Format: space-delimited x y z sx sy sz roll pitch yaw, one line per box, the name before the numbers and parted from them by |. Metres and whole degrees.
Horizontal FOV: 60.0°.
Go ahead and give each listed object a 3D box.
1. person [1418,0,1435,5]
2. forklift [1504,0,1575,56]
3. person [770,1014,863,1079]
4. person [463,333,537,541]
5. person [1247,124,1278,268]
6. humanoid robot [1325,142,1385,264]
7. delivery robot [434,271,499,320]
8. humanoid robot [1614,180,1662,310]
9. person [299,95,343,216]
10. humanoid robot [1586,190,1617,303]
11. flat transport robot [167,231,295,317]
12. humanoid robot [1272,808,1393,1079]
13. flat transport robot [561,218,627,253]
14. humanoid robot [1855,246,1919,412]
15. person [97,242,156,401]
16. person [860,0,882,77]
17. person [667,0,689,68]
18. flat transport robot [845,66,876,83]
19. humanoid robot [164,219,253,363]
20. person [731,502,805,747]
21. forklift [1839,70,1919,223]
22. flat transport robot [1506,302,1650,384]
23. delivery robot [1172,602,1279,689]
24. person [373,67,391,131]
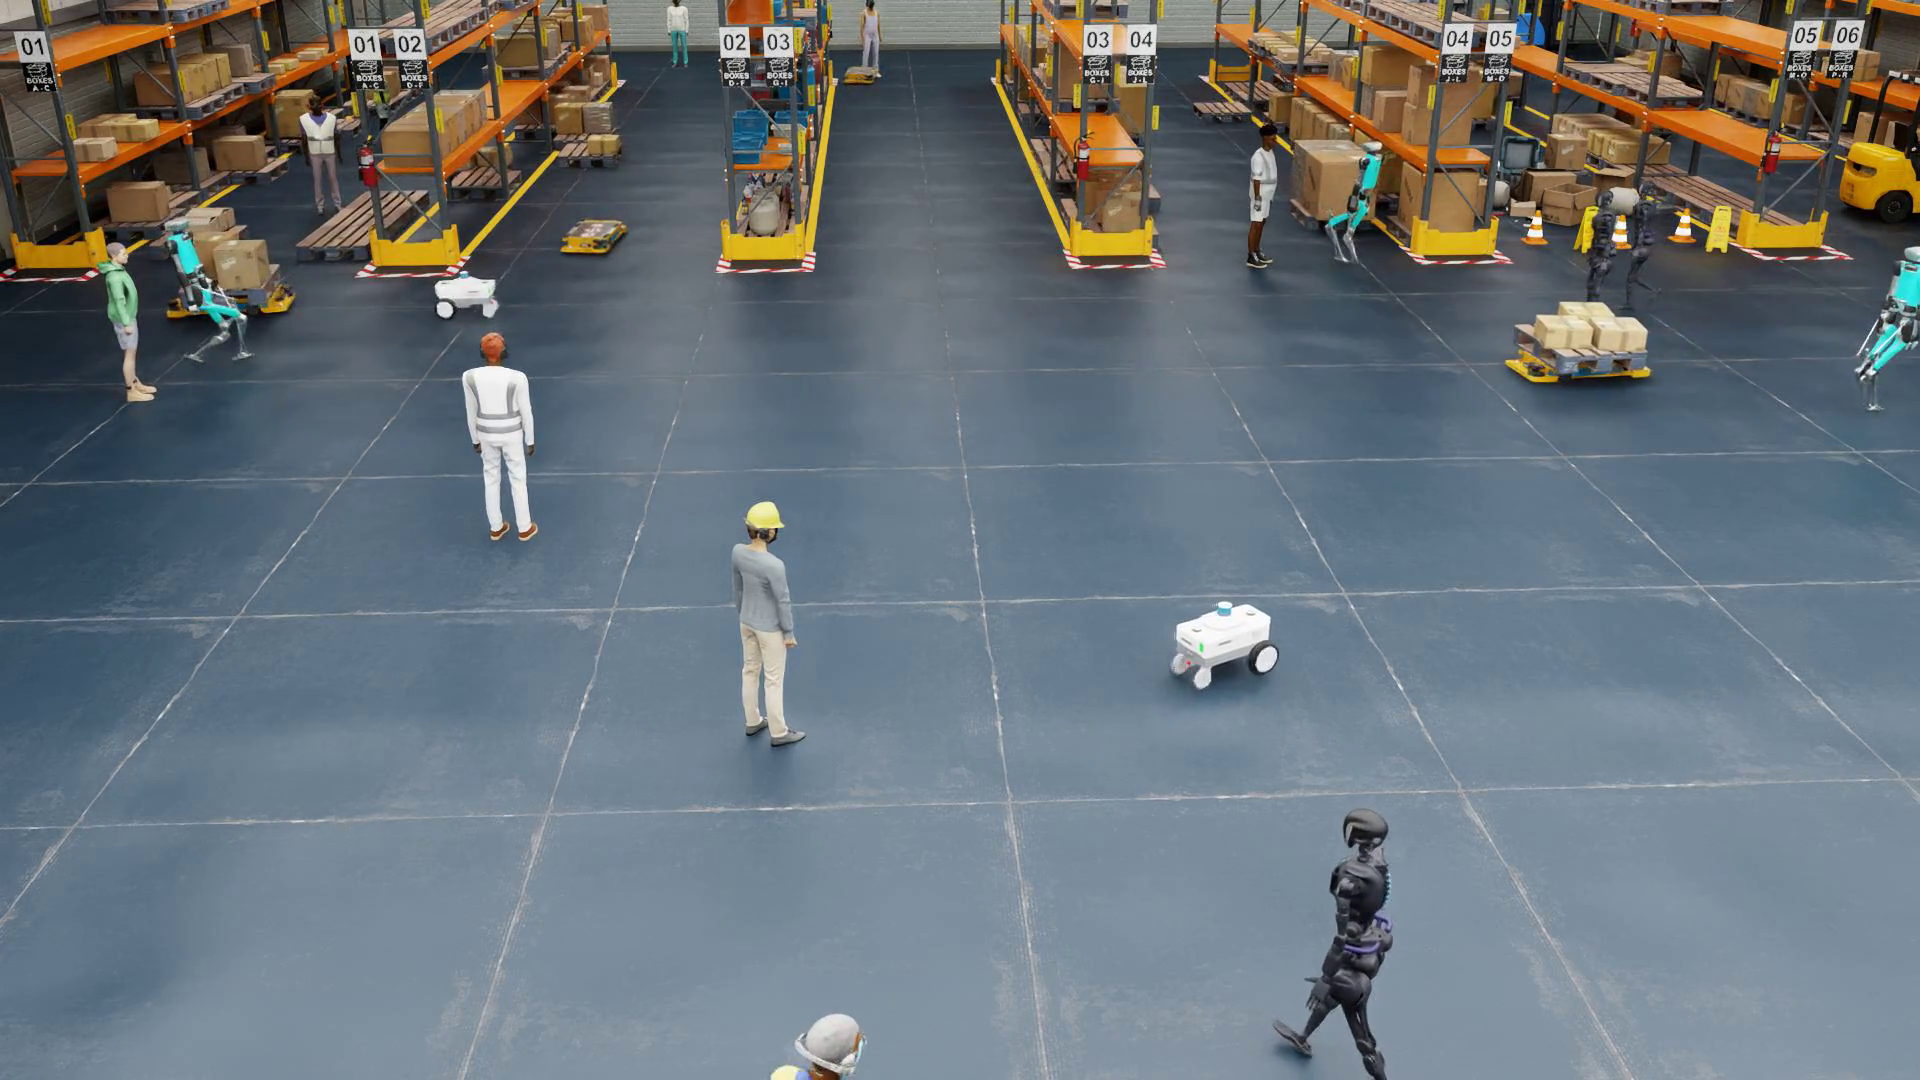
person | 11.734 -13.062 41.942 0.377 1.797 0.603 -14 28 -28
forklift | 14.700 -13.805 42.301 1.873 2.768 1.129 -1 24 -2
person | -0.533 2.650 6.599 0.545 1.820 1.052 21 32 39
person | -3.990 -0.889 14.501 0.565 1.878 0.353 0 24 0
person | 4.225 -4.806 23.186 0.368 1.966 0.602 11 26 24
humanoid robot | 5.441 -4.659 23.225 0.785 1.844 0.542 20 31 38
delivery robot | -6.284 -3.101 21.108 0.812 0.609 0.499 -2 24 -4
humanoid robot | 8.743 -3.747 21.173 0.525 1.637 0.616 7 25 16
person | -10.014 -6.055 26.136 0.563 1.847 0.388 -12 27 -25
humanoid robot | 7.997 -3.536 20.690 0.405 1.630 0.616 1 24 3
flat transport robot | -9.353 -3.064 21.357 1.431 0.231 0.659 -4 24 -10
humanoid robot | 1.913 2.044 8.207 0.793 1.627 0.590 15 28 30
flat transport robot | -5.402 -4.487 24.554 0.659 0.231 1.431 1 24 1
humanoid robot | 9.788 -2.172 17.598 0.665 1.836 0.537 -7 25 -16
person | -9.017 -2.360 17.981 0.316 1.734 0.478 -8 25 -18
person | -2.080 -11.815 39.061 0.529 1.860 0.391 -10 26 -21
person | -6.871 -12.425 40.549 0.531 1.767 0.308 2 24 4
flat transport robot | -2.326 -10.874 38.906 0.659 0.231 1.431 0 24 0
humanoid robot | -8.486 -2.791 18.978 1.036 1.728 0.530 0 24 0
person | -1.322 0.571 11.357 0.523 1.760 0.325 20 31 38
forklift | 15.132 -6.143 25.915 2.313 2.155 1.214 -1 24 -2
flat transport robot | 7.053 -2.015 19.000 1.431 0.231 0.659 -4 24 -9
delivery robot | 1.986 0.754 12.450 0.803 0.614 0.499 -14 28 -29
person | -10.795 -8.185 31.103 0.317 1.699 0.537 -9 26 -19
